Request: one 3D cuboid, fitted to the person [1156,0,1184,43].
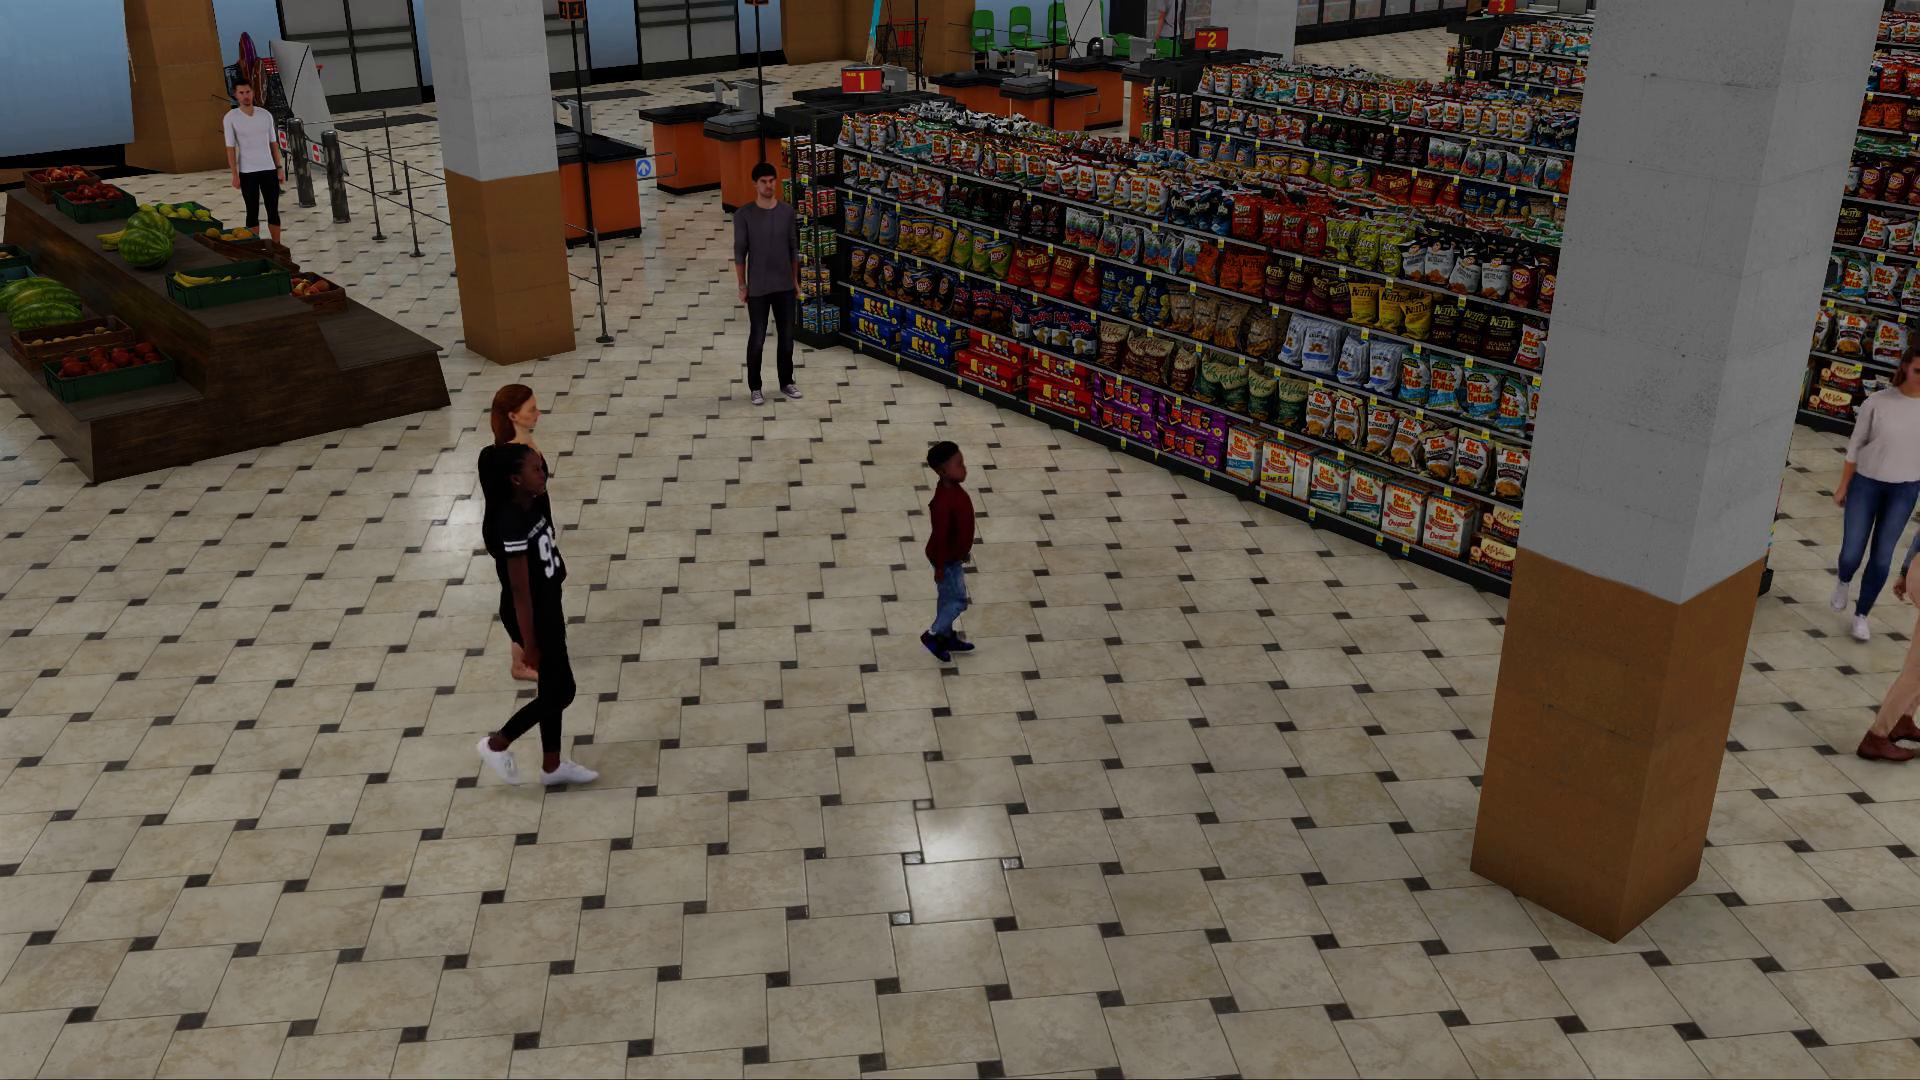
[{"bbox_3d":[3.508,-8.553,27.857,0.659,1.890,0.544,-19,30,-37],"label":"person"}]

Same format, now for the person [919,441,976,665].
[{"bbox_3d":[-0.119,0.062,8.970,0.659,1.248,0.602,4,24,8],"label":"person"}]

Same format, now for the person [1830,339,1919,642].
[{"bbox_3d":[5.097,-0.297,9.209,0.780,1.714,0.843,9,25,19],"label":"person"}]

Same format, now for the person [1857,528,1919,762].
[{"bbox_3d":[4.529,0.271,7.858,0.831,1.756,0.770,0,24,0],"label":"person"}]

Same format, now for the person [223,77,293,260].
[{"bbox_3d":[-7.188,-3.782,17.003,0.666,1.851,0.526,-18,30,-36],"label":"person"}]

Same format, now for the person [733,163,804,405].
[{"bbox_3d":[-1.486,-2.002,12.932,0.712,1.854,0.610,-12,27,-26],"label":"person"}]

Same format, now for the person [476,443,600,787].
[{"bbox_3d":[-2.031,0.387,7.635,0.901,1.722,0.858,-2,24,-5],"label":"person"}]

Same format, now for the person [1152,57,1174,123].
[{"bbox_3d":[2.447,-4.982,20.020,0.702,1.631,0.506,-15,28,-31],"label":"person"}]

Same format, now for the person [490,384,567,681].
[{"bbox_3d":[-2.298,-0.039,8.738,0.721,1.619,0.647,-2,24,-5],"label":"person"}]
